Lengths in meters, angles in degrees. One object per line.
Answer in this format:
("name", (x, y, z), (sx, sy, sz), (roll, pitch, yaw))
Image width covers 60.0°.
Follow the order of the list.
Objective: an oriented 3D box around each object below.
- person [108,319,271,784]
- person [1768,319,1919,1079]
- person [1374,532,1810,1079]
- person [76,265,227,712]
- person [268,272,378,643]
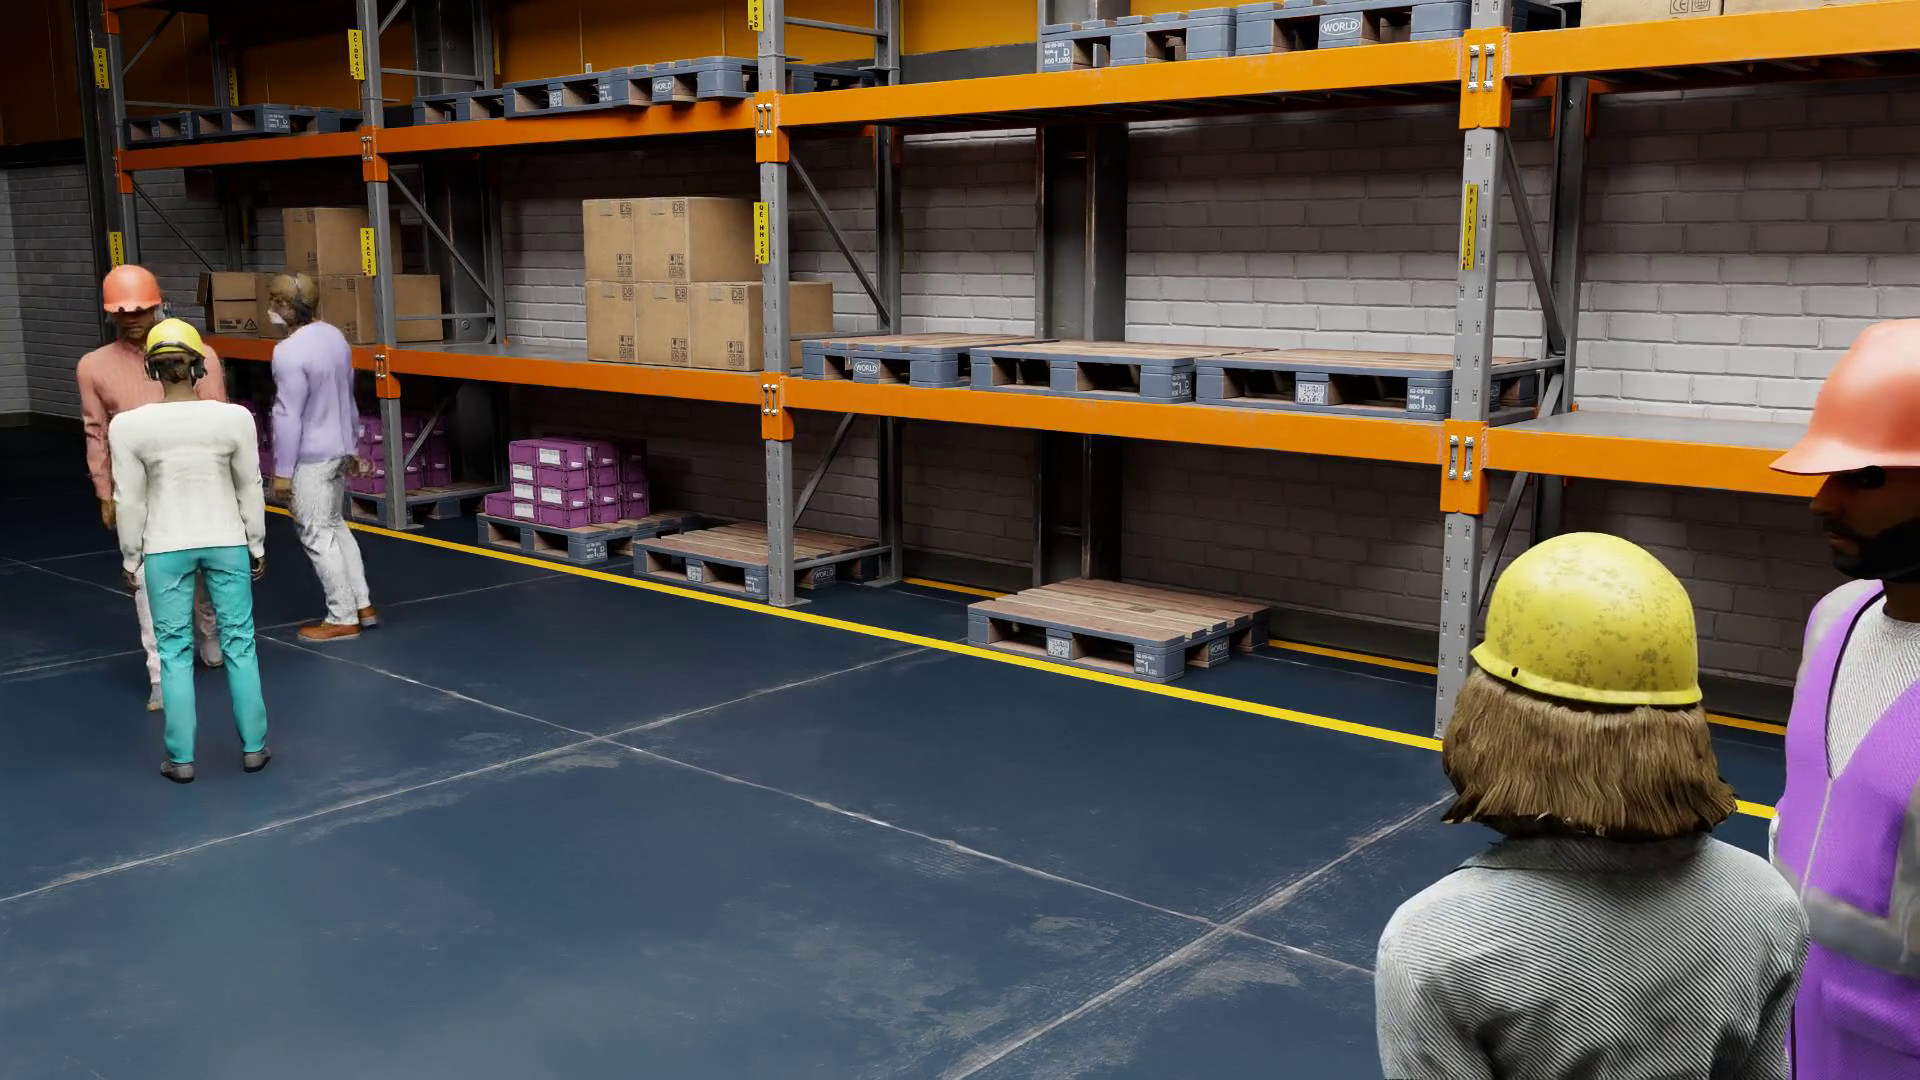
("person", (-2.918, 0.045, 6.334), (0.524, 1.760, 0.328), (-6, 11, -30))
("person", (1.186, 0.688, 2.160), (0.375, 1.935, 0.551), (-1, 10, -5))
("person", (0.620, 0.856, 1.753), (0.491, 1.743, 0.324), (-3, 11, -18))
("person", (-3.608, -0.269, 7.584), (0.659, 1.958, 0.929), (-3, 11, -19))
("person", (-3.269, -0.411, 8.552), (0.381, 1.907, 0.764), (1, 10, 4))
